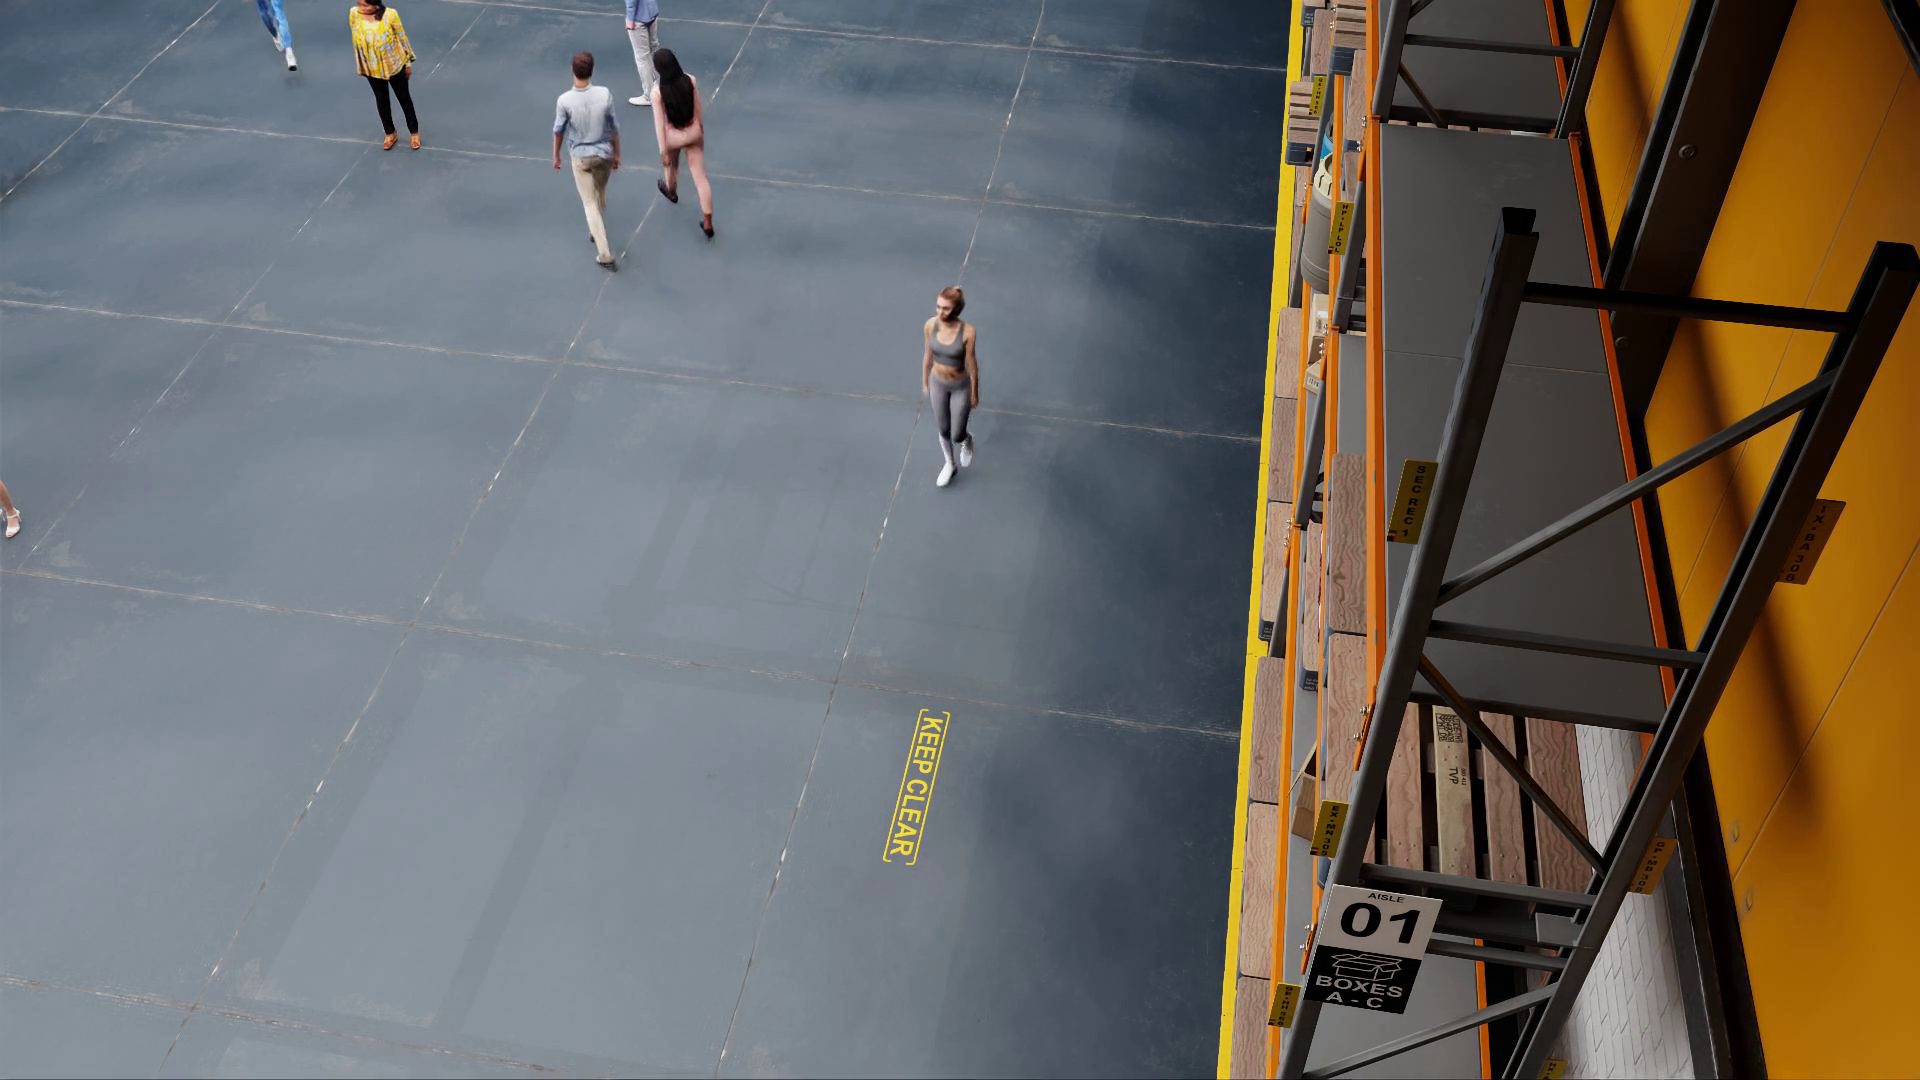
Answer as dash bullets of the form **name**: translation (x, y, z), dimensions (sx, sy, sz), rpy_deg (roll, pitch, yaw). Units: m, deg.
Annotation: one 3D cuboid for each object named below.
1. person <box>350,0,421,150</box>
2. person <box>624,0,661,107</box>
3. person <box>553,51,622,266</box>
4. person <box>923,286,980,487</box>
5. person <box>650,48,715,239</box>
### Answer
- **person**: translation (-5.357, -4.431, 15.521), dimensions (0.759, 1.648, 0.794), rpy_deg (0, 44, 0)
- **person**: translation (-3.089, -5.120, 16.071), dimensions (0.752, 1.888, 0.554), rpy_deg (14, 45, 14)
- **person**: translation (-3.094, -3.187, 14.094), dimensions (1.034, 1.815, 1.184), rpy_deg (-21, 48, -21)
- **person**: translation (-0.032, -1.147, 12.042), dimensions (0.649, 1.693, 0.730), rpy_deg (16, 46, 16)
- **person**: translation (-2.367, -3.395, 14.418), dimensions (1.131, 1.670, 1.219), rpy_deg (-22, 48, -22)
